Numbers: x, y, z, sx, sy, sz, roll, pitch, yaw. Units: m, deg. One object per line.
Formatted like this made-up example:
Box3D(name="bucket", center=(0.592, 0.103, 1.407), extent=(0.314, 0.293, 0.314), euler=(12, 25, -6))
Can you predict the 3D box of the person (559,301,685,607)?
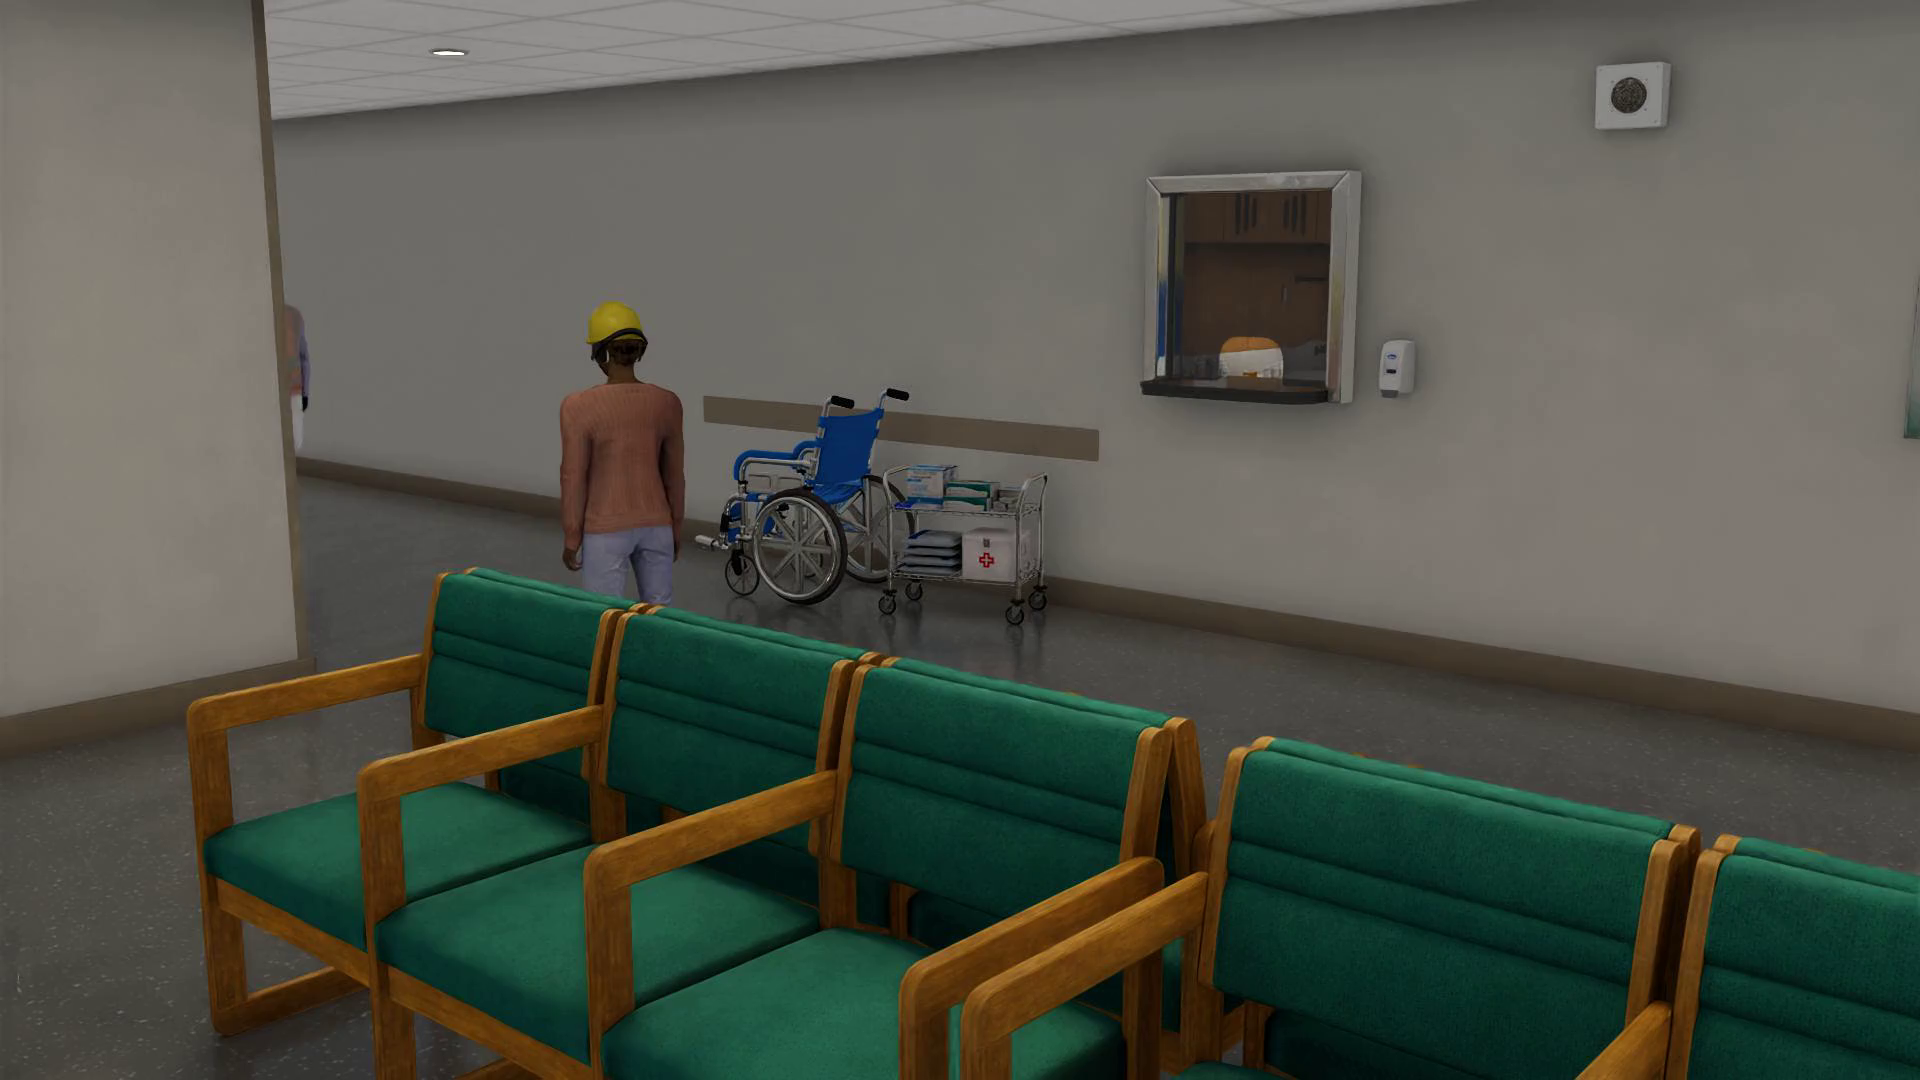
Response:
Box3D(name="person", center=(-1.302, -0.037, 6.441), extent=(0.518, 1.756, 0.349), euler=(-8, 13, -40))
